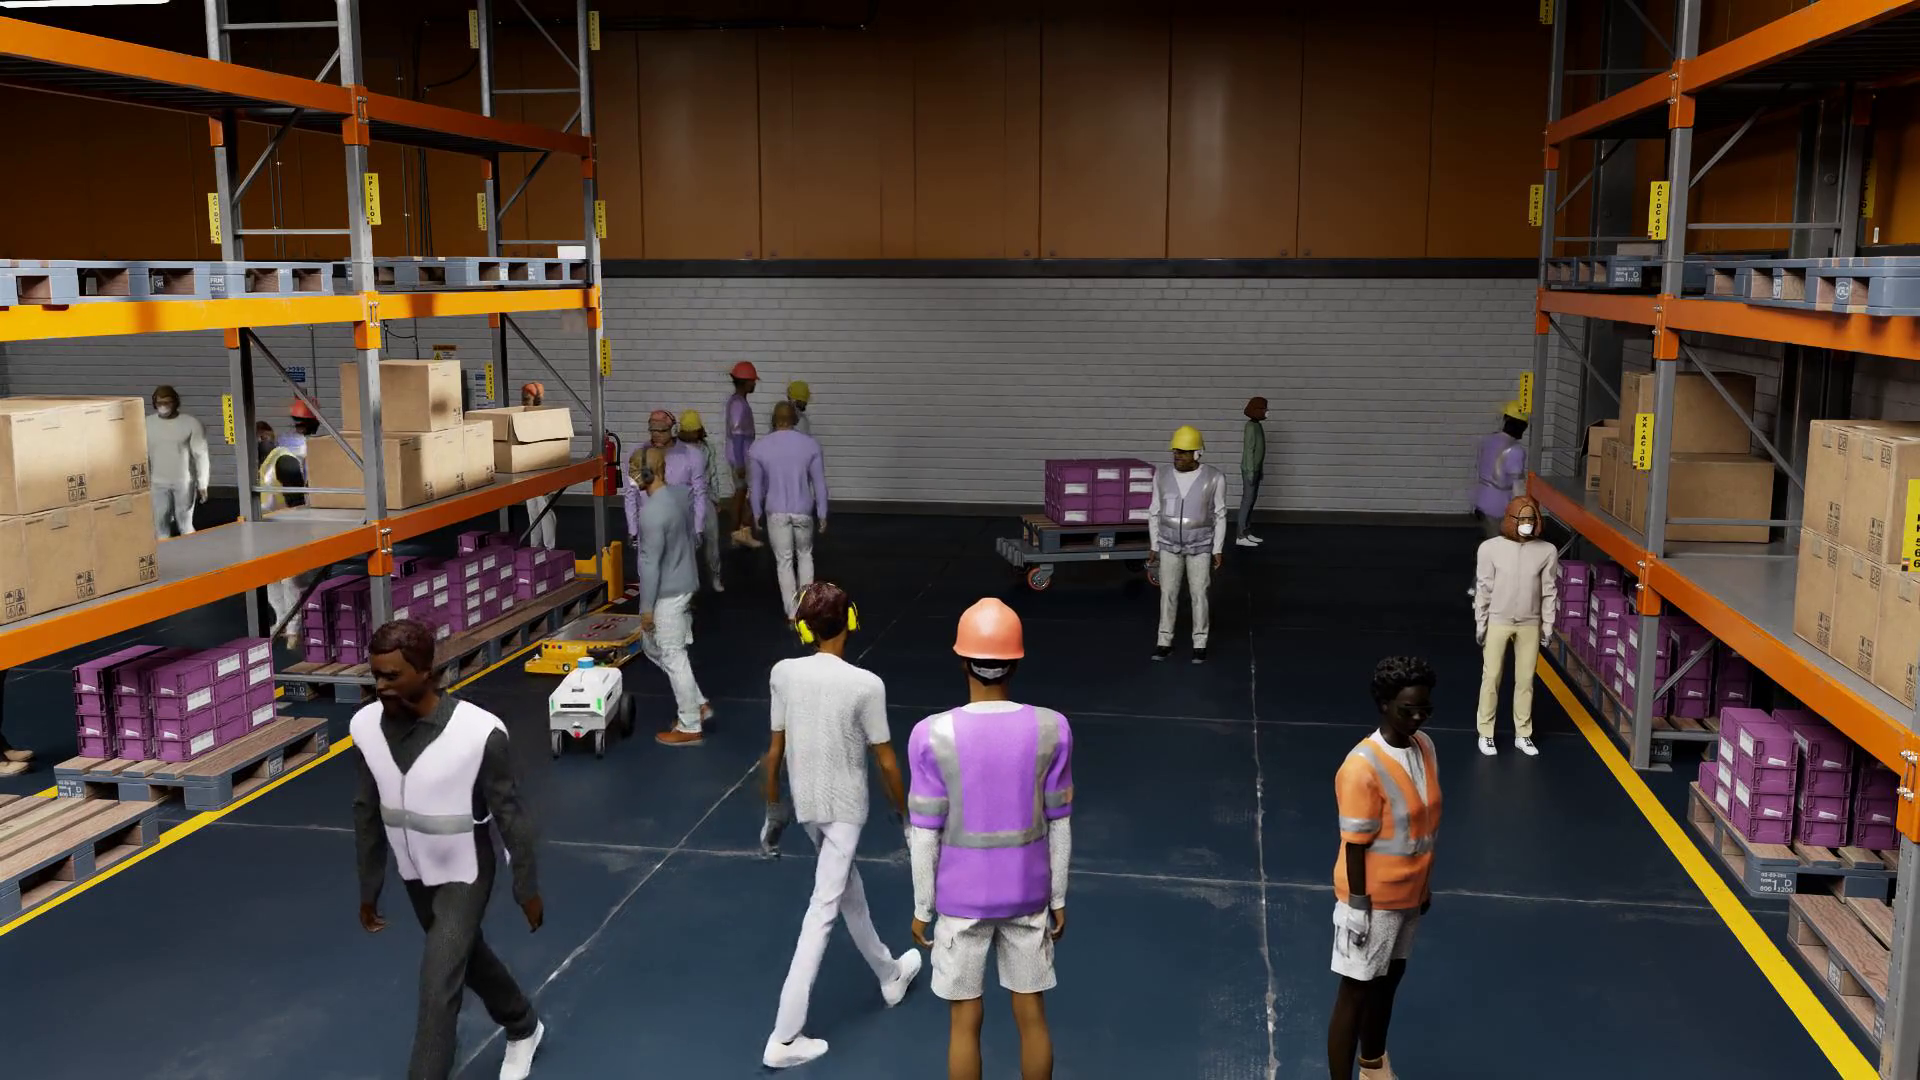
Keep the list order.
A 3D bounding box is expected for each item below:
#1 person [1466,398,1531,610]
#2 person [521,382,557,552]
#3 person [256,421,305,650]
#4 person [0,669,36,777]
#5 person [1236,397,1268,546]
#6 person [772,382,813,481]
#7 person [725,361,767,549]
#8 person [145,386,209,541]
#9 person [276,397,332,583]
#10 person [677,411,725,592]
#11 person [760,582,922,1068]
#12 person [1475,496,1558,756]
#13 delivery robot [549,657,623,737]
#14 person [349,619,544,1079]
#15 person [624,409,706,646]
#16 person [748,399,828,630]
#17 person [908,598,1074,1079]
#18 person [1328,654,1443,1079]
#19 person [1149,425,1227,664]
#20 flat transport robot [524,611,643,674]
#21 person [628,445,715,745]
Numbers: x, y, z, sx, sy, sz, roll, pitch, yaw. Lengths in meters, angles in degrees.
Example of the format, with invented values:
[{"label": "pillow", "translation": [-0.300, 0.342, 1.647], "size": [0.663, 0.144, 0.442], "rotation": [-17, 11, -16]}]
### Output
[{"label": "person", "translation": [4.732, -0.293, 14.519], "size": [0.457, 1.897, 0.608], "rotation": [-1, 9, -6]}, {"label": "person", "translation": [-4.237, -0.633, 16.640], "size": [0.351, 1.882, 0.576], "rotation": [-8, 13, -42]}, {"label": "person", "translation": [-5.450, -0.039, 13.261], "size": [0.694, 1.802, 0.432], "rotation": [7, 12, 37]}, {"label": "person", "translation": [-5.759, 0.480, 9.888], "size": [0.342, 1.845, 0.506], "rotation": [-3, 10, -20]}, {"label": "person", "translation": [3.195, -0.748, 18.133], "size": [0.288, 1.627, 0.502], "rotation": [3, 10, 21]}, {"label": "person", "translation": [-1.853, -0.862, 18.395], "size": [0.405, 1.782, 0.667], "rotation": [-8, 12, -40]}, {"label": "person", "translation": [-2.254, -0.893, 17.792], "size": [0.513, 2.026, 0.625], "rotation": [-2, 9, -13]}, {"label": "person", "translation": [-7.434, -0.487, 15.656], "size": [0.668, 1.905, 0.789], "rotation": [-2, 9, -13]}, {"label": "person", "translation": [-5.596, -0.264, 14.274], "size": [0.574, 1.911, 0.627], "rotation": [5, 10, 26]}, {"label": "person", "translation": [-2.426, -0.344, 15.396], "size": [0.535, 1.704, 0.643], "rotation": [-6, 11, -32]}, {"label": "person", "translation": [-0.452, 1.062, 6.452], "size": [0.602, 1.800, 1.019], "rotation": [6, 11, 33]}, {"label": "person", "translation": [3.420, 0.531, 10.259], "size": [0.493, 1.625, 0.281], "rotation": [1, 9, 4]}, {"label": "delivery robot", "translation": [-2.350, 0.982, 10.472], "size": [0.477, 0.478, 0.707], "rotation": [0, 9, -1]}, {"label": "person", "translation": [-1.749, 1.152, 5.760], "size": [0.626, 1.862, 1.062], "rotation": [4, 10, 23]}, {"label": "person", "translation": [-2.348, -0.091, 13.251], "size": [0.643, 1.899, 0.399], "rotation": [0, 9, -2]}, {"label": "person", "translation": [-1.444, -0.217, 13.968], "size": [0.647, 1.913, 0.571], "rotation": [-2, 9, -11]}, {"label": "person", "translation": [0.093, 1.150, 5.470], "size": [0.547, 1.938, 0.378], "rotation": [-2, 9, -10]}, {"label": "person", "translation": [1.480, 1.220, 5.773], "size": [0.320, 1.698, 0.538], "rotation": [8, 12, 41]}, {"label": "person", "translation": [1.725, 0.035, 12.682], "size": [0.592, 1.828, 0.404], "rotation": [3, 10, 20]}, {"label": "flat transport robot", "translation": [-2.778, 0.782, 12.866], "size": [0.652, 0.197, 1.431], "rotation": [1, 9, 8]}, {"label": "person", "translation": [-1.834, 0.351, 10.505], "size": [0.487, 1.909, 0.663], "rotation": [1, 9, 5]}]
